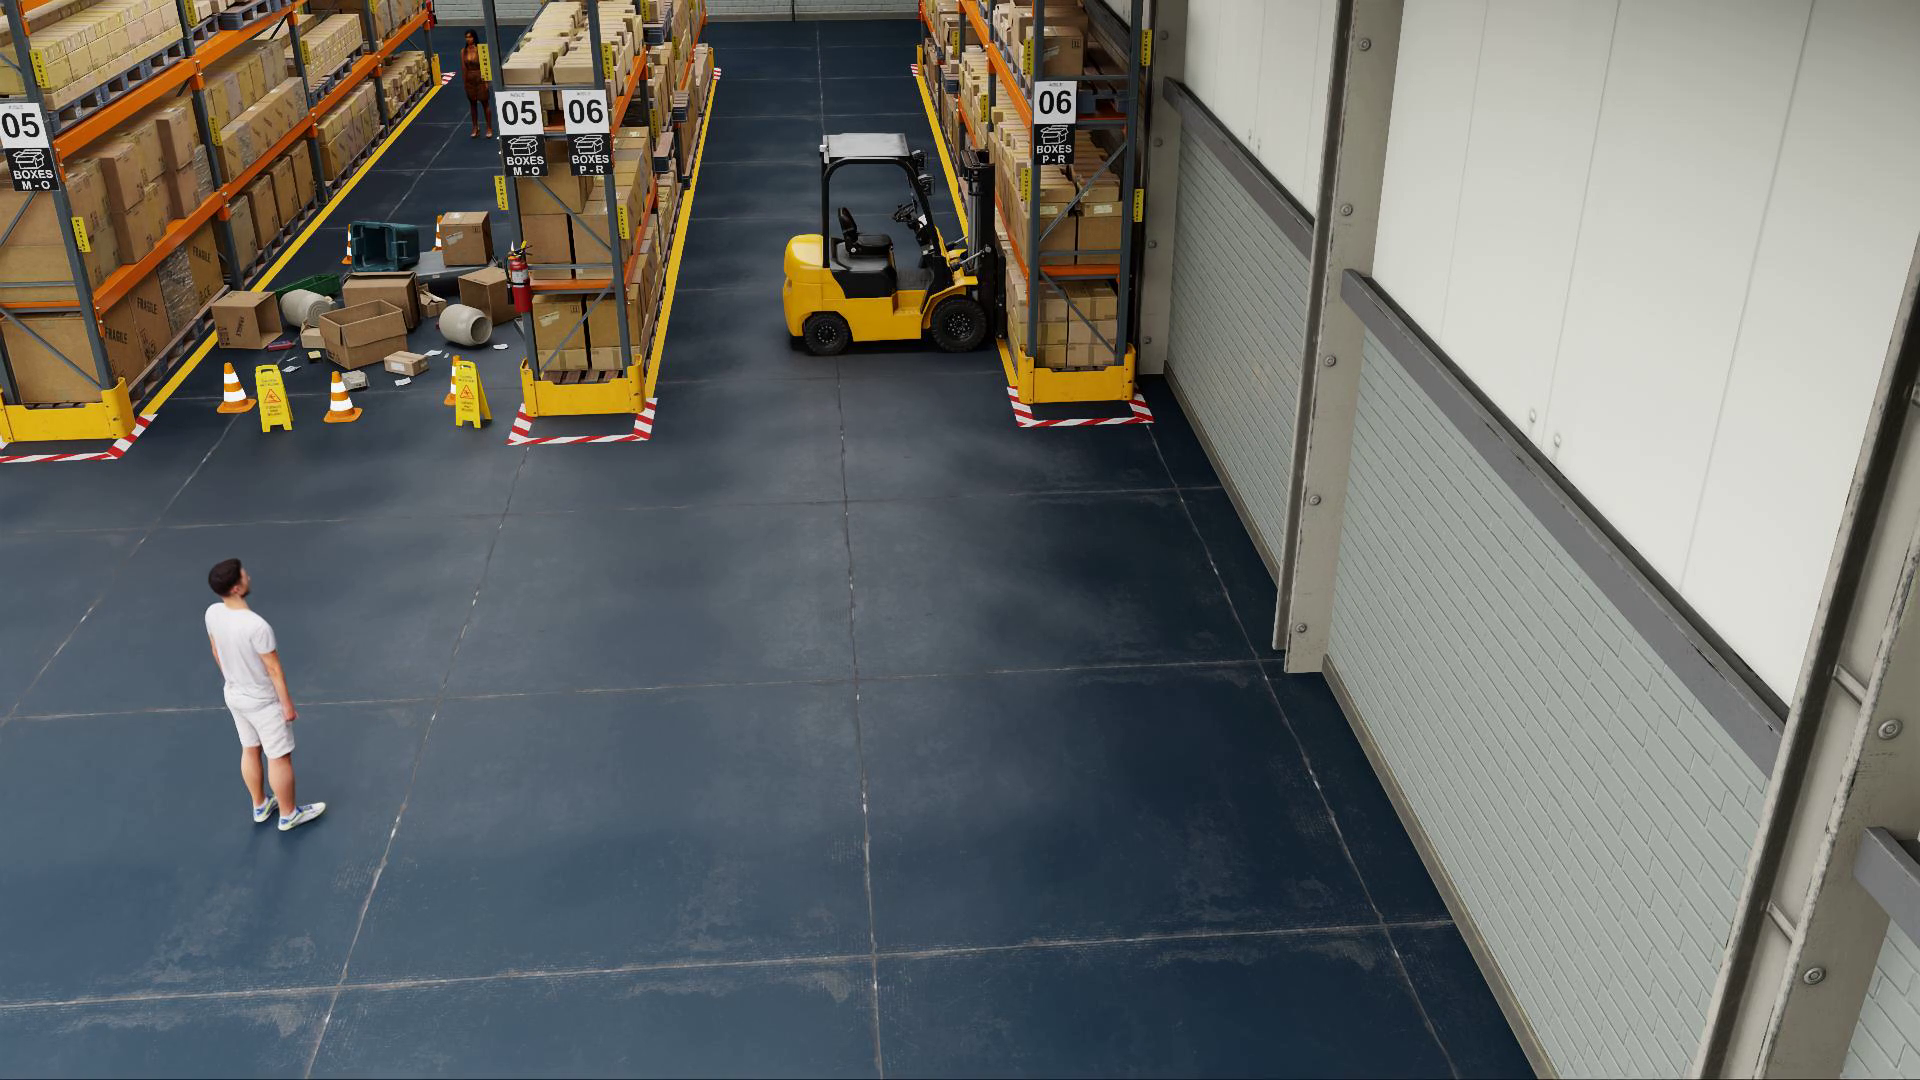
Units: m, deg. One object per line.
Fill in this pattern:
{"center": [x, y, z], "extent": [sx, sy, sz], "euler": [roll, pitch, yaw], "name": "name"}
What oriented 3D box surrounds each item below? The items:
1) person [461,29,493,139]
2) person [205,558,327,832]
{"center": [-7.681, -7.256, 26.433], "extent": [0.588, 1.690, 0.551], "euler": [2, 27, 4], "name": "person"}
{"center": [-4.375, 0.955, 10.309], "extent": [0.764, 1.854, 0.763], "euler": [14, 30, 25], "name": "person"}
